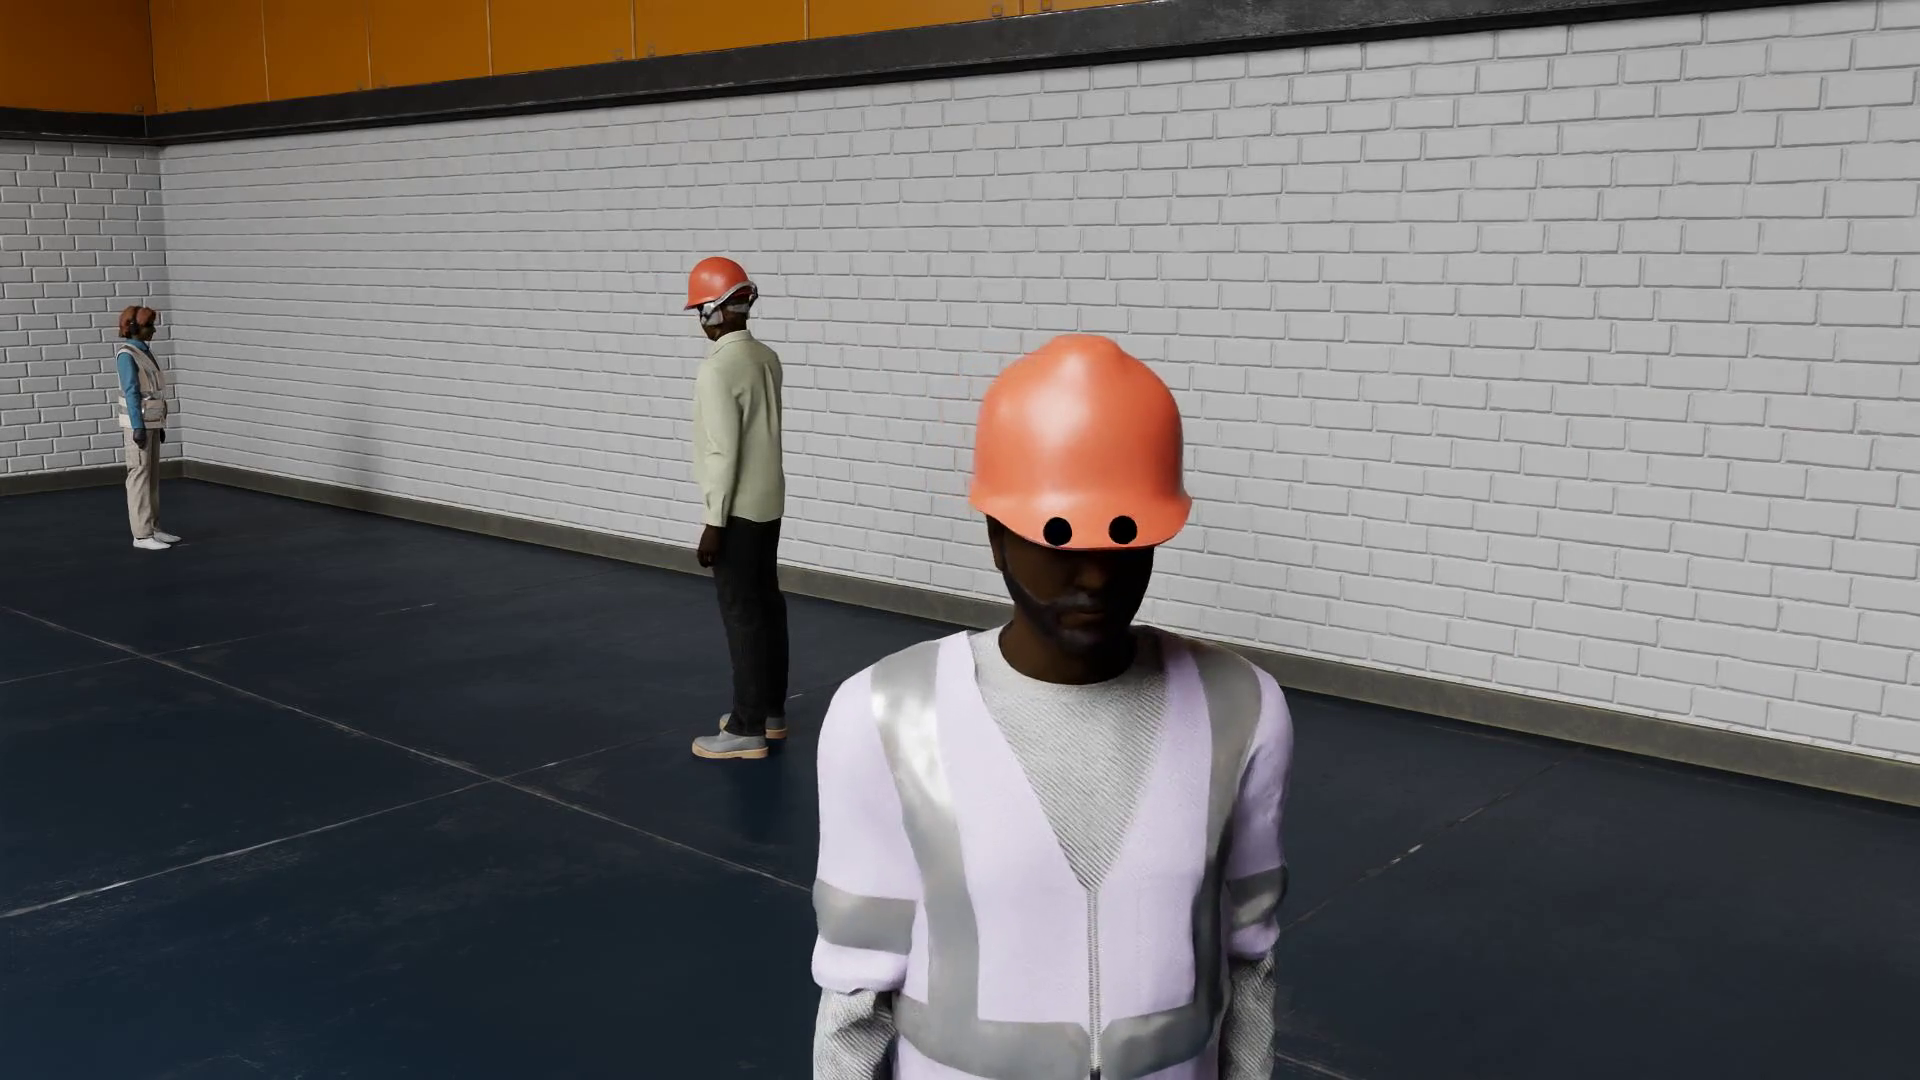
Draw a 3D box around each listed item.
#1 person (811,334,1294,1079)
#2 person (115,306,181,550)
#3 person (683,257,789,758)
[{"bbox_3d":[0.115,0.739,1.876,0.551,1.932,0.378,-2,10,-10],"label":"person"},{"bbox_3d":[-5.512,-0.755,11.234,0.307,1.637,0.512,-2,10,-12],"label":"person"},{"bbox_3d":[-0.898,-0.120,6.625,0.402,1.985,0.613,3,10,15],"label":"person"}]
